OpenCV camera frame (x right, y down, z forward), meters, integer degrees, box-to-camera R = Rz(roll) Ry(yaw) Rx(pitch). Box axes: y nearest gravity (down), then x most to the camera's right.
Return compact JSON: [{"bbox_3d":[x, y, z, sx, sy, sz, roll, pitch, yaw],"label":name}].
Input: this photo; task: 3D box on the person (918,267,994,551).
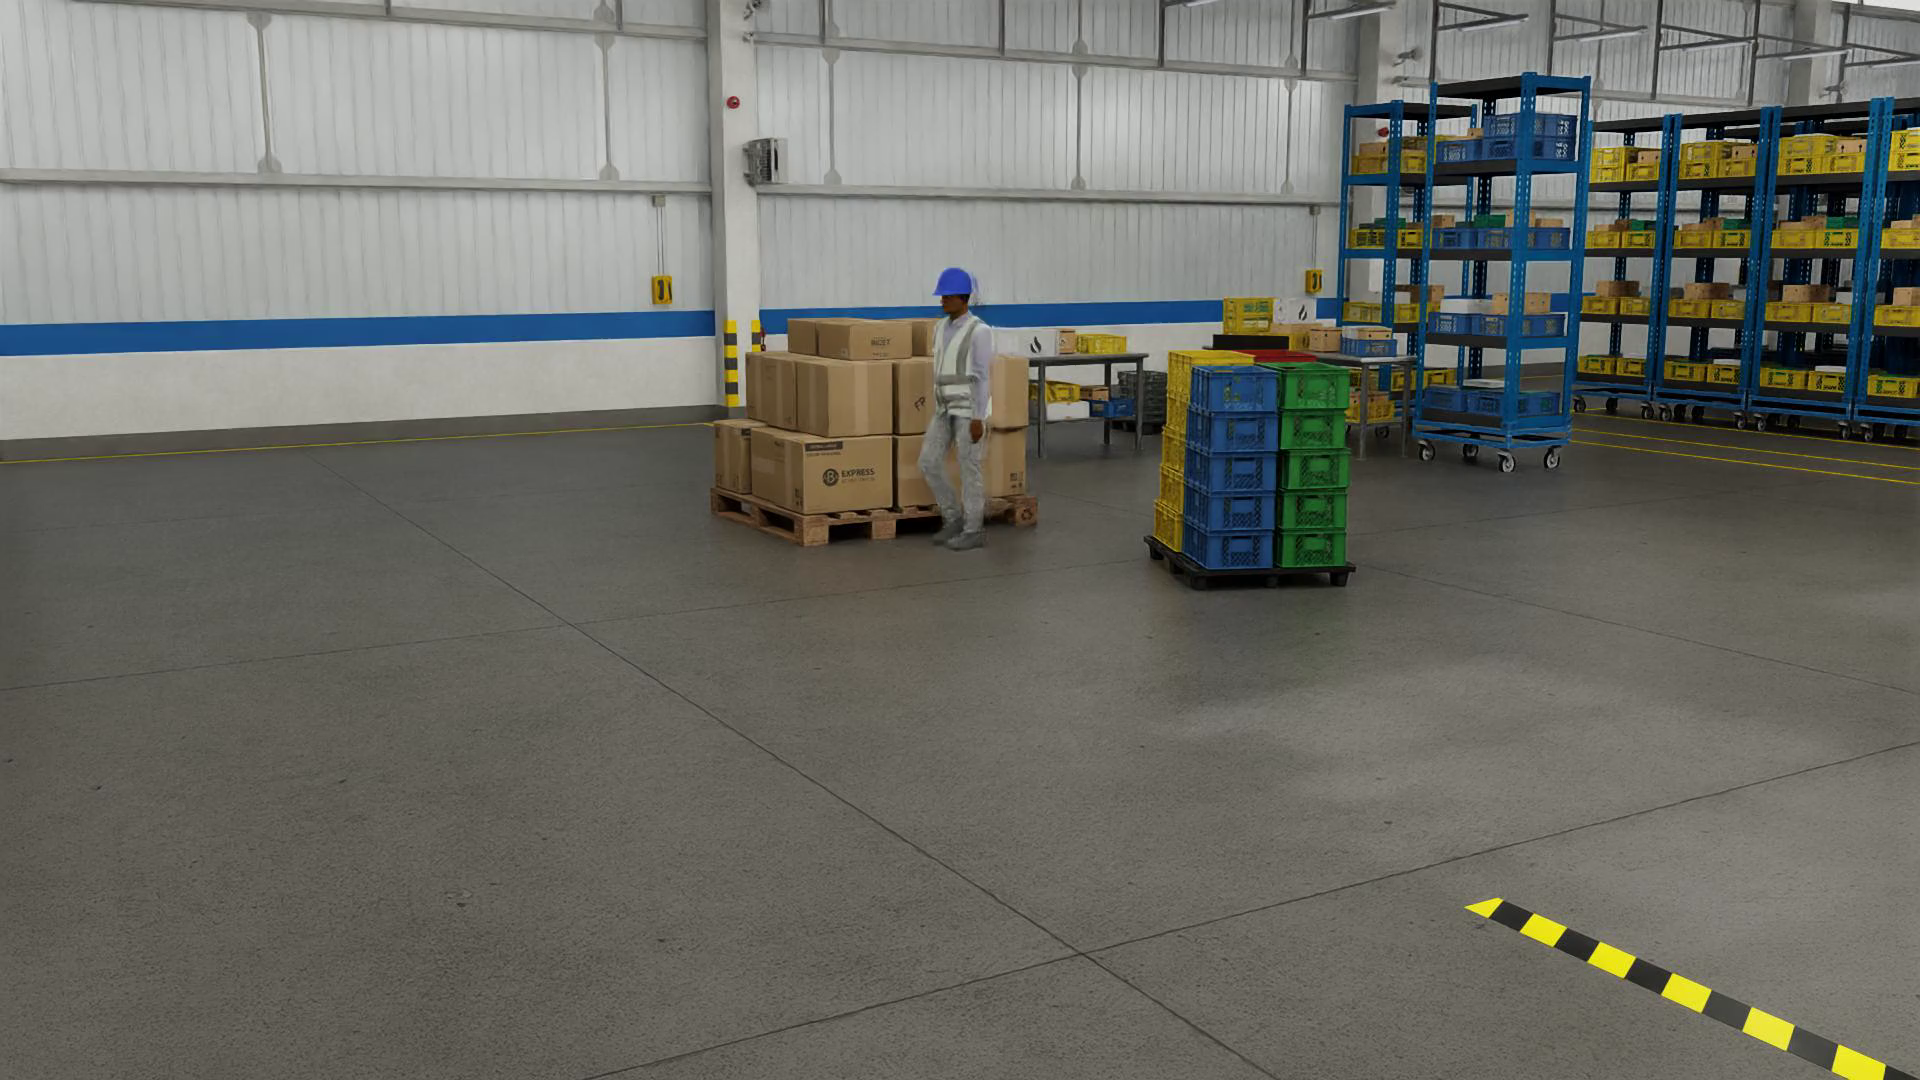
[{"bbox_3d":[-0.025,-0.875,11.307,0.475,1.929,0.634,-7,12,-36],"label":"person"}]
